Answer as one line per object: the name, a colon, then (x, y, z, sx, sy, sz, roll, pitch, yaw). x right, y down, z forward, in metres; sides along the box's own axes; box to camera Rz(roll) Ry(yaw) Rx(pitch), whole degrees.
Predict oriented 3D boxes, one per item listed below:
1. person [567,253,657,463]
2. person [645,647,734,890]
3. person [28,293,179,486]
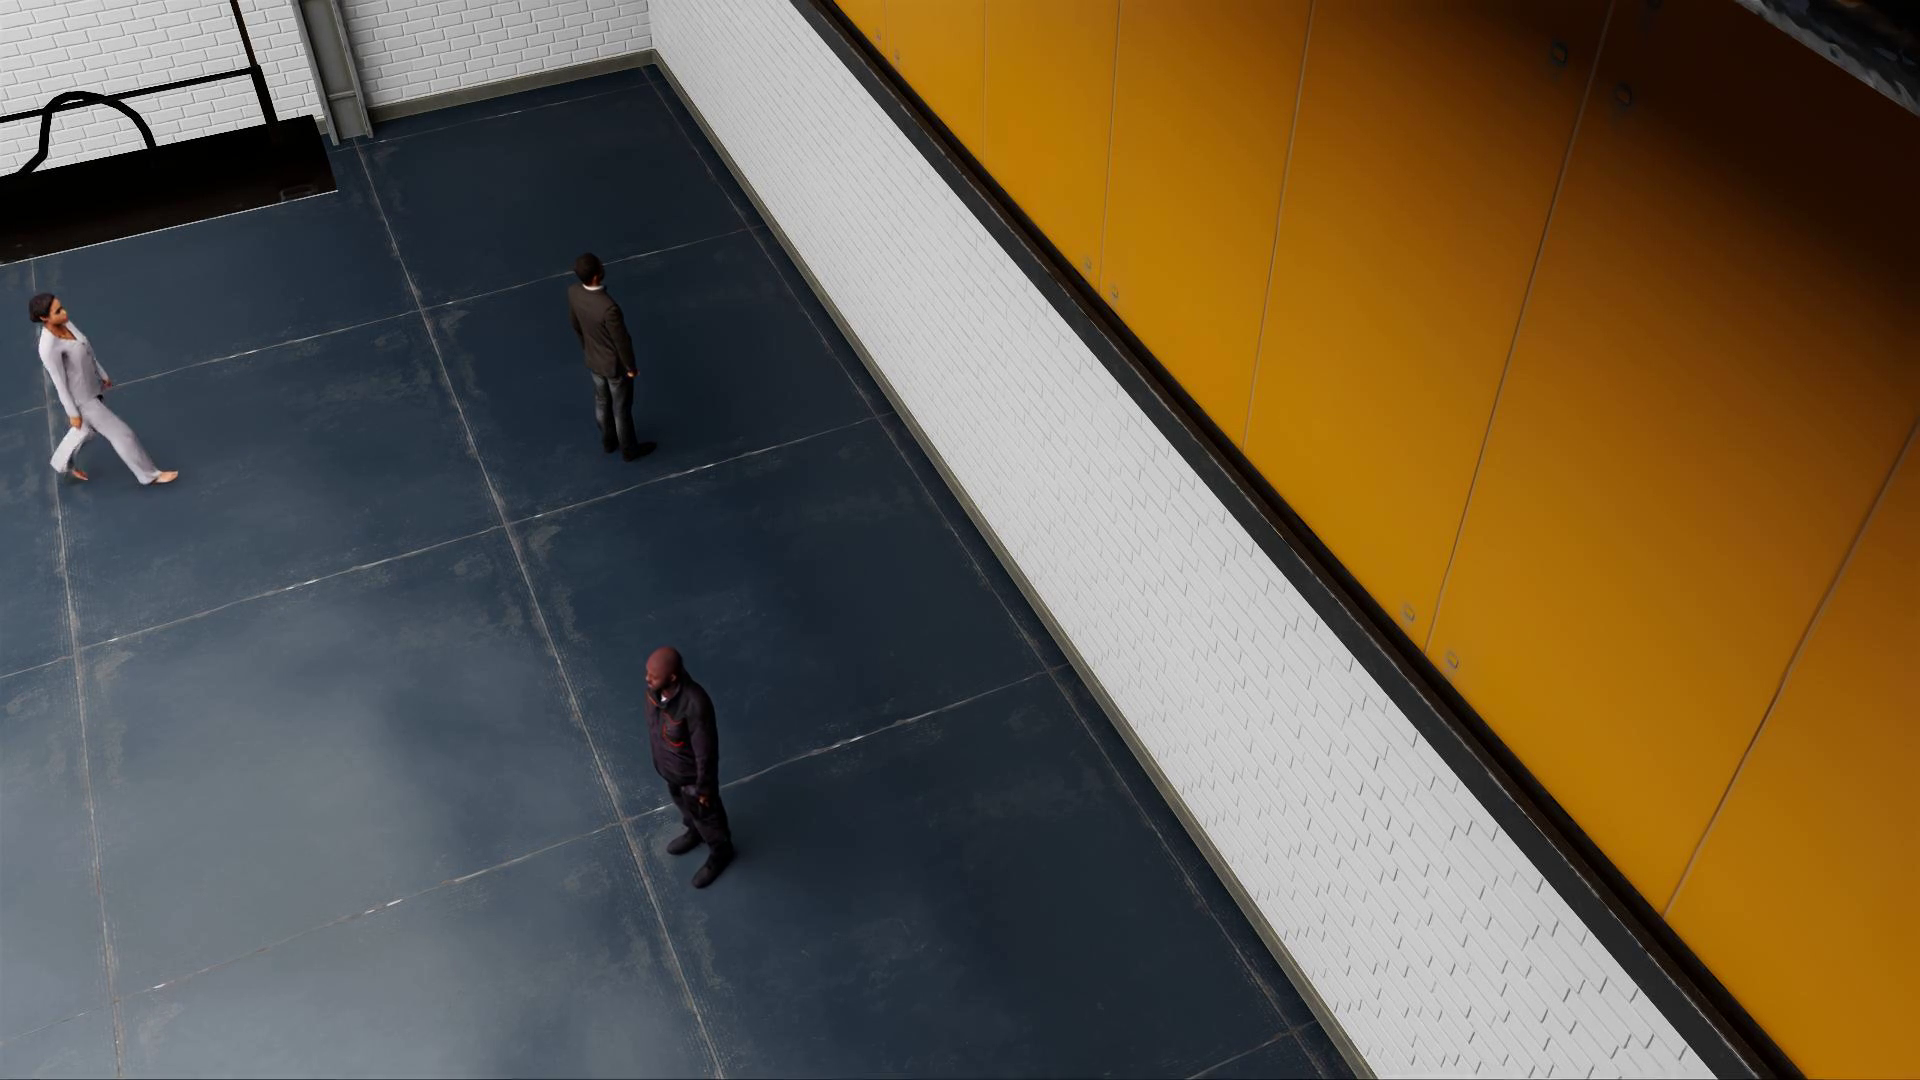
person: (-2.629, -1.363, 12.380, 0.757, 1.805, 0.732, 26, 50, 25)
person: (-1.553, 1.250, 9.629, 0.736, 1.815, 0.778, -34, 53, -30)
person: (-6.482, -1.057, 12.128, 1.215, 1.709, 0.862, -6, 44, -6)
